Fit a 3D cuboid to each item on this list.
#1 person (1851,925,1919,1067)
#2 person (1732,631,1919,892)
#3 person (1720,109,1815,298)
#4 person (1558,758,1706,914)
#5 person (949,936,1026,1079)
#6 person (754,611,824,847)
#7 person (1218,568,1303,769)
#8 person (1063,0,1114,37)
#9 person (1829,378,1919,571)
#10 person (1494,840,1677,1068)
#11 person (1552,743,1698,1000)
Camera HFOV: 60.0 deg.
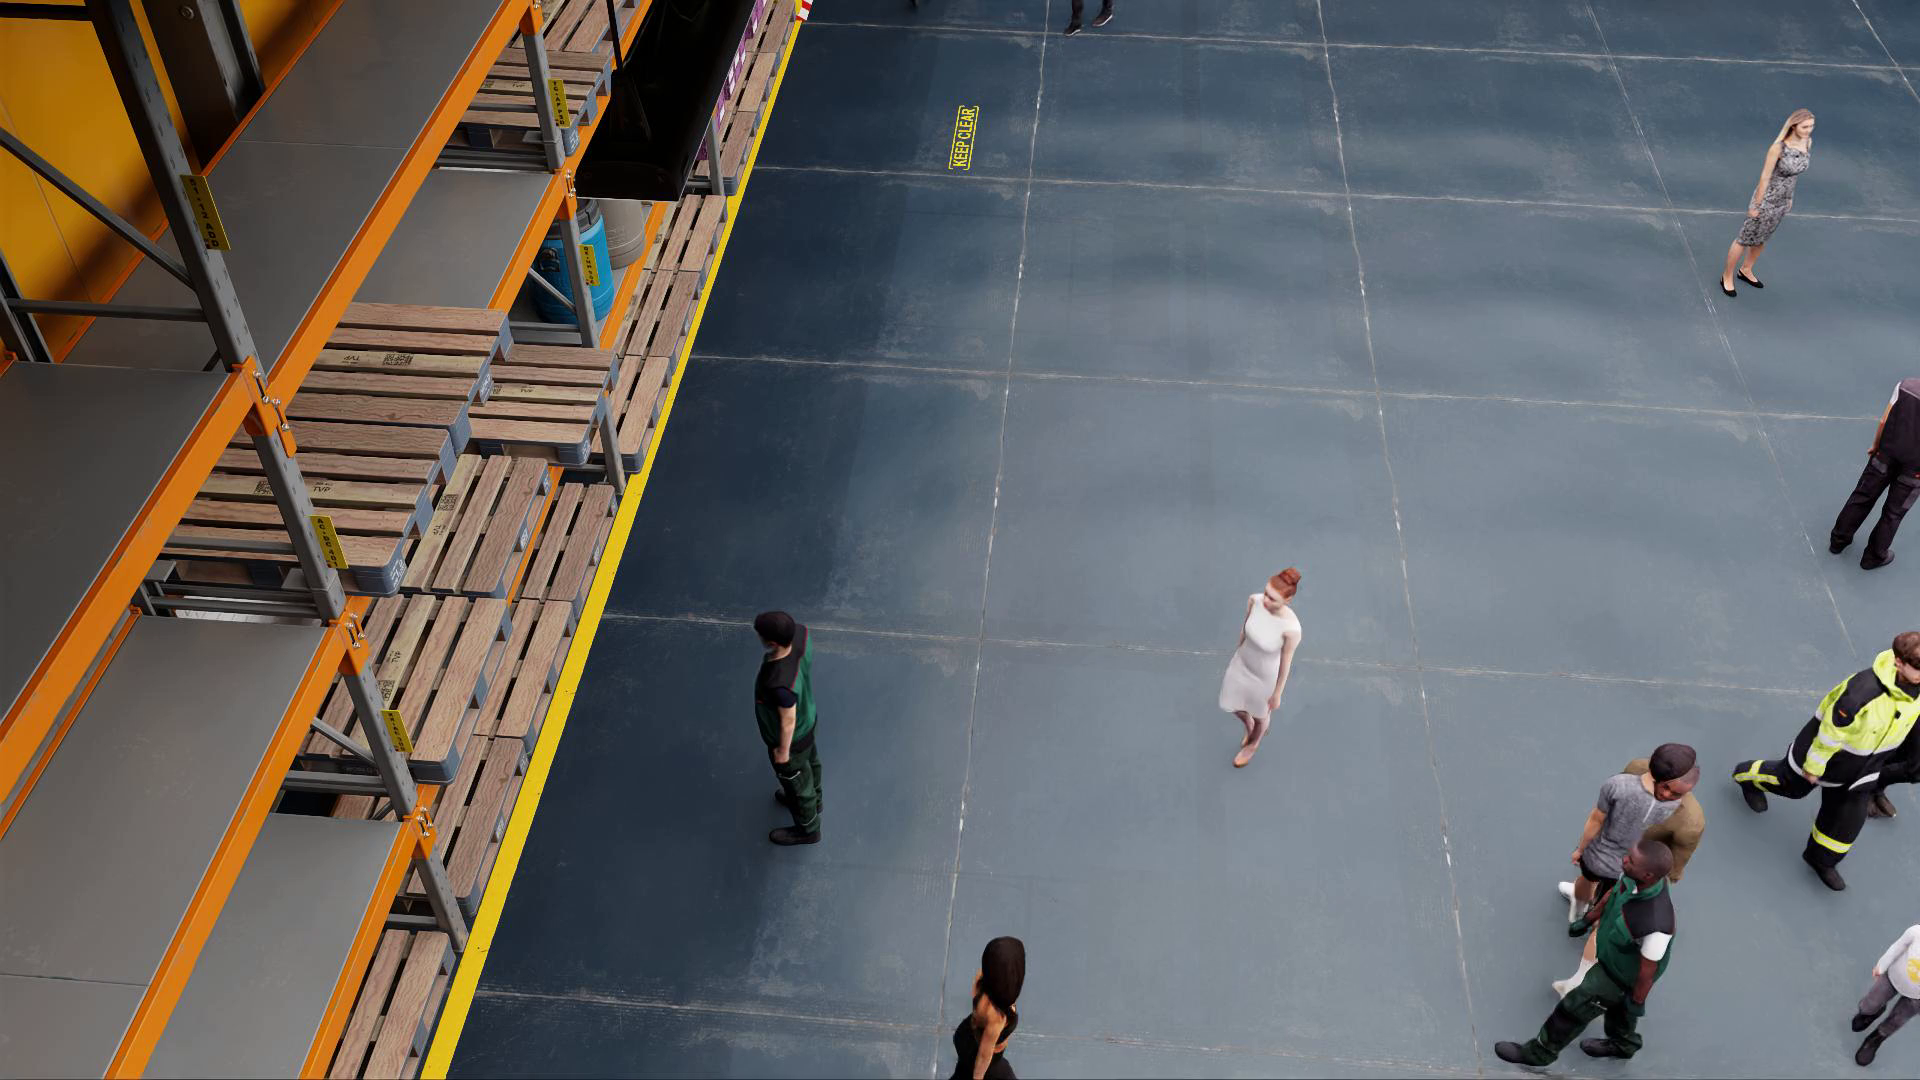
[{"bbox_3d":[5.091,2.330,8.877,0.636,1.273,0.696,34,53,30],"label":"person"},{"bbox_3d":[5.083,1.131,9.653,1.054,1.938,1.299,-13,45,-13],"label":"person"},{"bbox_3d":[6.828,-2.868,14.020,0.639,1.705,0.638,-17,46,-17],"label":"person"},{"bbox_3d":[3.714,1.709,9.156,0.996,1.788,0.710,-4,44,-4],"label":"person"},{"bbox_3d":[0.038,2.595,8.357,0.780,1.607,0.809,-5,44,-5],"label":"person"},{"bbox_3d":[-0.984,1.080,9.734,0.722,1.900,0.488,4,44,4],"label":"person"},{"bbox_3d":[1.899,0.779,10.136,0.817,1.782,0.755,-28,50,-26],"label":"person"},{"bbox_3d":[1.464,-6.284,17.451,0.956,1.919,1.114,33,52,29],"label":"person"},{"bbox_3d":[6.526,-0.563,11.497,0.792,1.849,0.730,-30,51,-27],"label":"person"},{"bbox_3d":[3.536,2.192,8.641,0.830,1.798,0.990,7,44,7],"label":"person"},{"bbox_3d":[3.556,1.813,9.011,0.974,1.837,1.278,19,47,19],"label":"person"}]
